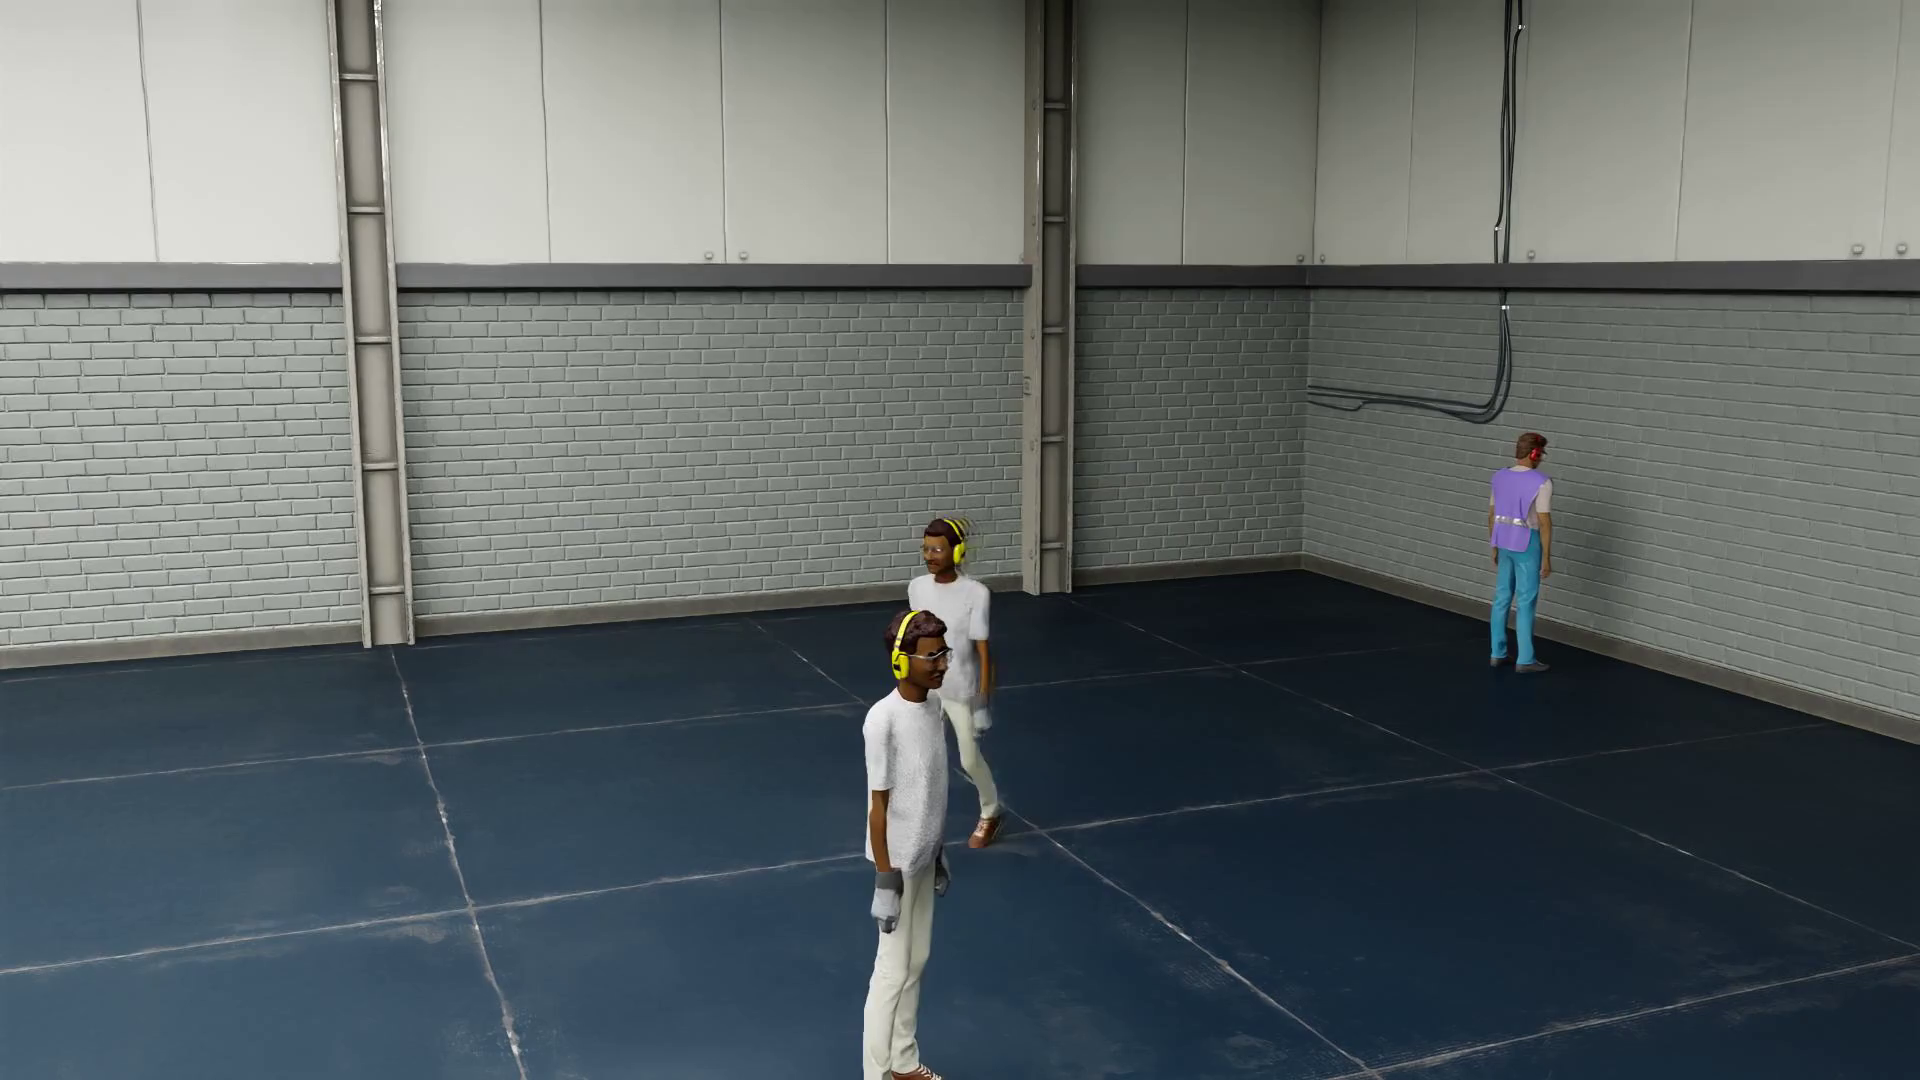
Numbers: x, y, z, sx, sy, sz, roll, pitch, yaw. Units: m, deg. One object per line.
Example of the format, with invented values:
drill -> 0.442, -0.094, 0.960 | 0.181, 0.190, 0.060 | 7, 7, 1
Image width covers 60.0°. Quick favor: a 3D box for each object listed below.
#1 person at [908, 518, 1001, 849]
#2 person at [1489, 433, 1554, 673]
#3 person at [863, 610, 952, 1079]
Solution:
person -> -0.037, 0.779, 8.508 | 0.529, 1.830, 0.986 | 5, 10, 29
person -> 4.289, 0.095, 12.759 | 0.403, 1.836, 0.564 | -5, 10, -28
person -> -0.171, 1.162, 5.958 | 0.317, 1.870, 0.523 | 4, 10, 22
